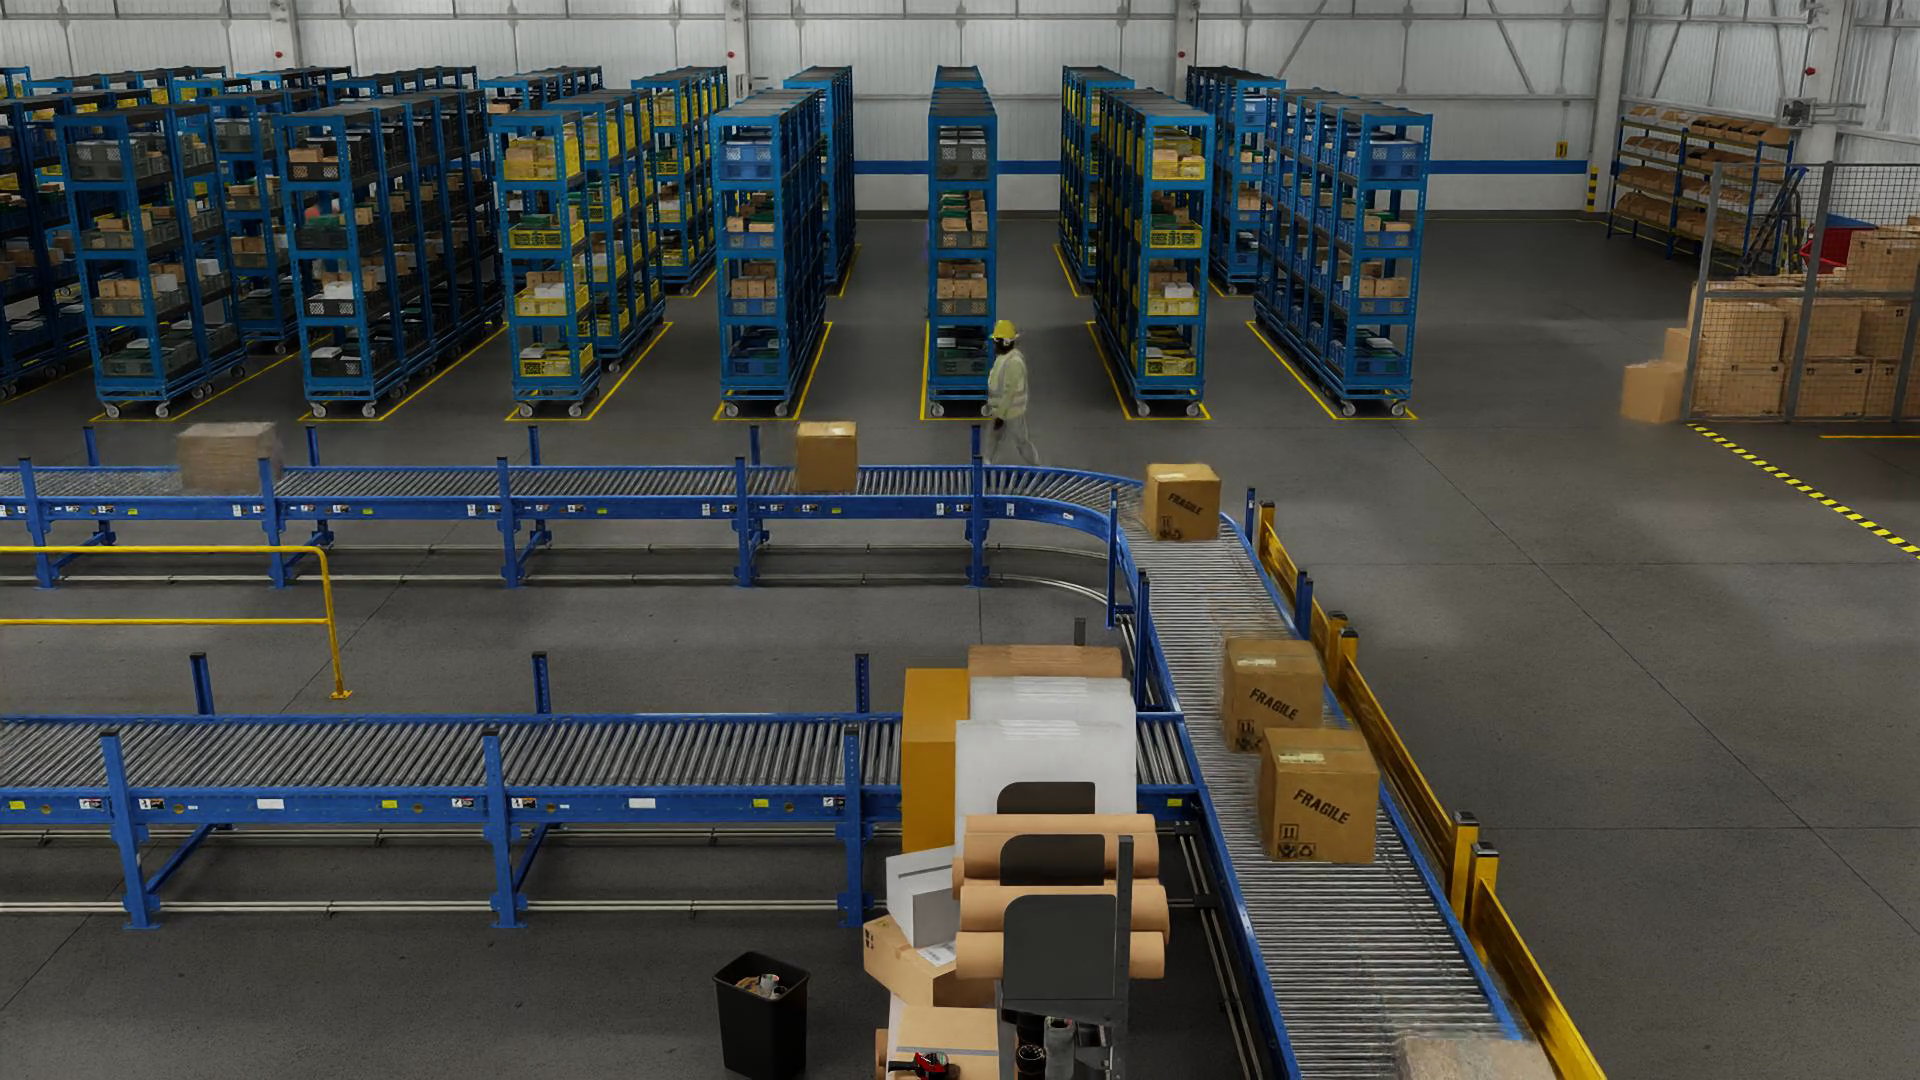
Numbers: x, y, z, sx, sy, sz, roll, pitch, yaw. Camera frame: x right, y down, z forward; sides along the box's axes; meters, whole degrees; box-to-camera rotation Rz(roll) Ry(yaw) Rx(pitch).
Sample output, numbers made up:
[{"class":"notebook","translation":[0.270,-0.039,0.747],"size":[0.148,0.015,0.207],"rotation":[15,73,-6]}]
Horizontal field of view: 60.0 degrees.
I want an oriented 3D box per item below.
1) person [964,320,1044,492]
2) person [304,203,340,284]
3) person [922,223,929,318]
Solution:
[{"class":"person","translation":[0.496,-1.348,16.897],"size":[0.923,1.793,0.584],"rotation":[-5,19,-15]},{"class":"person","translation":[-10.516,-4.888,27.540],"size":[0.627,1.955,0.846],"rotation":[-16,24,-41]},{"class":"person","translation":[-0.300,-4.391,26.199],"size":[0.567,1.823,0.613],"rotation":[3,18,8]}]
